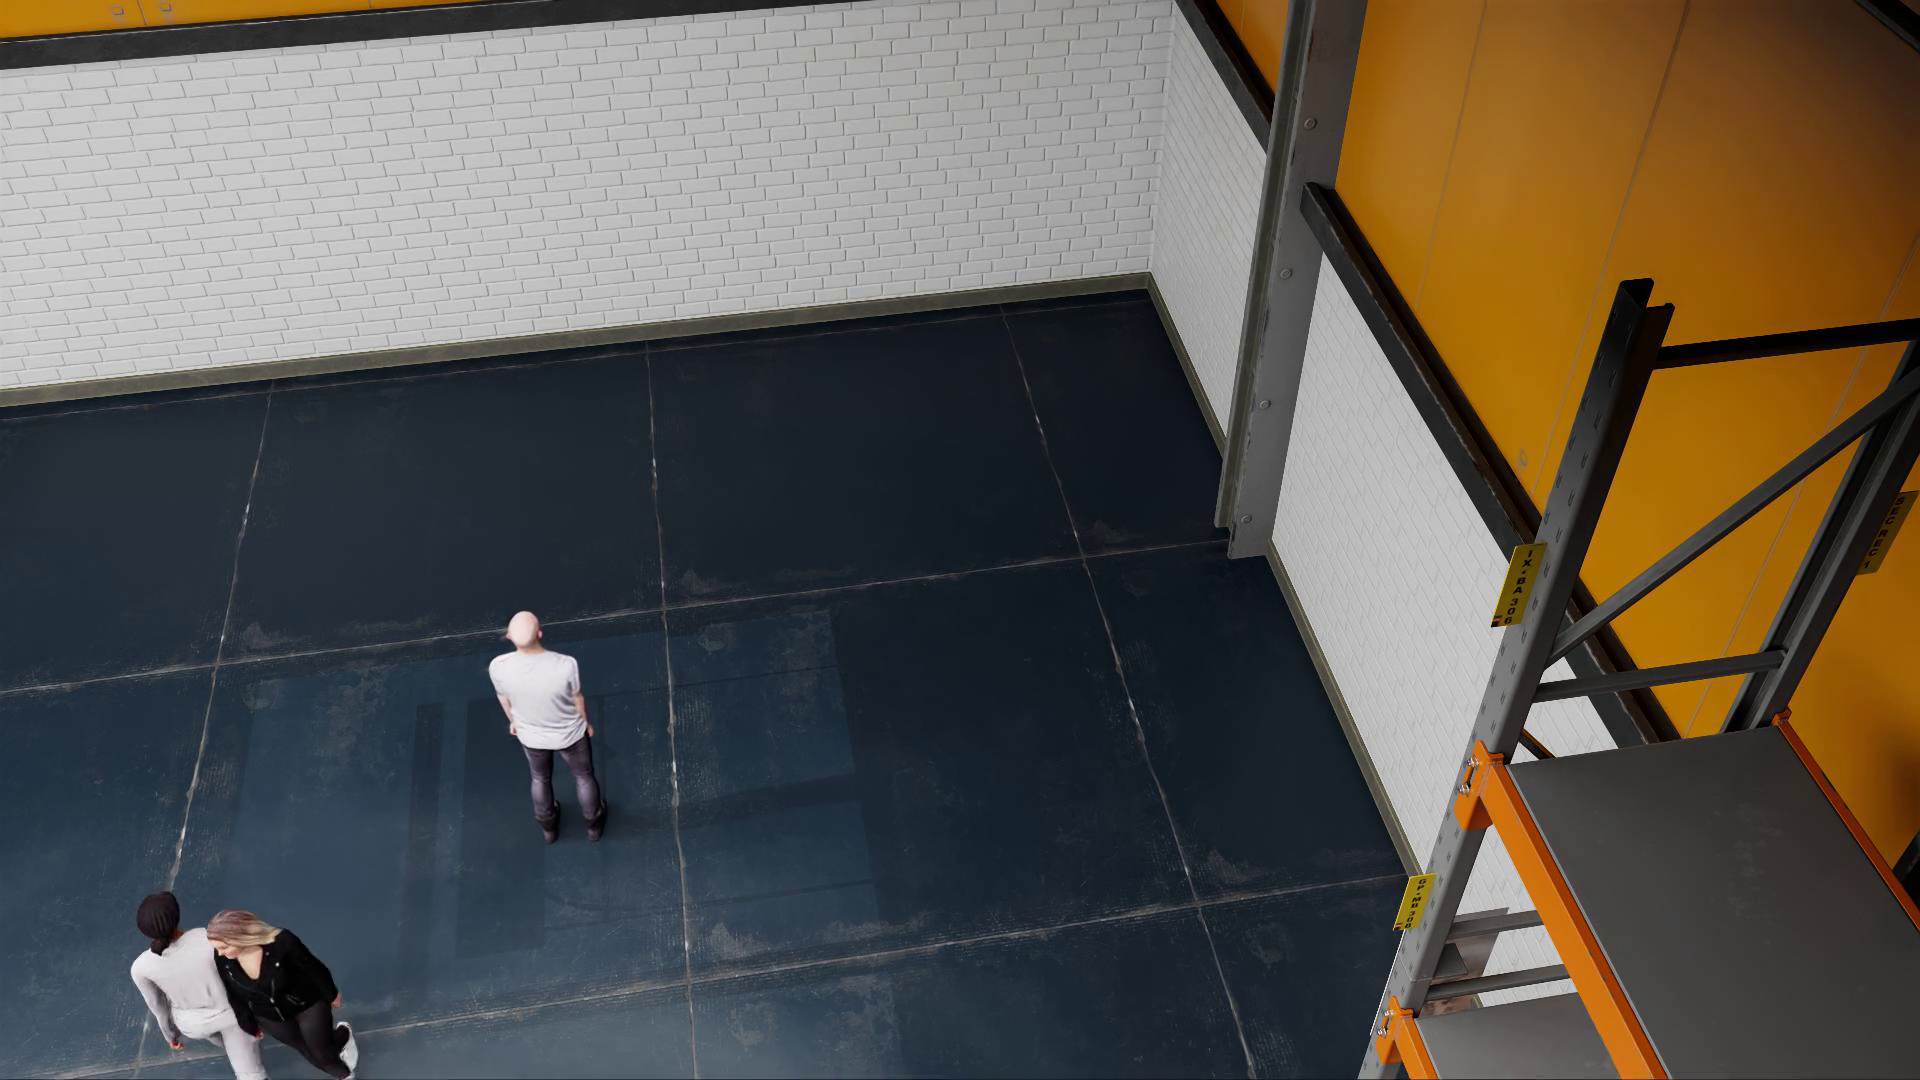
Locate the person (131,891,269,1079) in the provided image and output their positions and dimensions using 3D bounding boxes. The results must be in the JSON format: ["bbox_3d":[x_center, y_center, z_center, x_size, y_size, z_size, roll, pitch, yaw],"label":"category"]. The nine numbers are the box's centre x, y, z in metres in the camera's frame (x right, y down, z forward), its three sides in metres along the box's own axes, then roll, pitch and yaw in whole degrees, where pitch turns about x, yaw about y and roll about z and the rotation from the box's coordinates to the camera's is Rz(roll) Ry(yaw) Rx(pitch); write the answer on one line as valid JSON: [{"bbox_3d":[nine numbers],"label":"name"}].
[{"bbox_3d":[-3.719,2.437,8.331,0.708,1.687,1.218,-14,45,-14],"label":"person"}]

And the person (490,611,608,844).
[{"bbox_3d":[-2.369,1.101,9.629,0.698,1.831,0.658,2,44,2],"label":"person"}]

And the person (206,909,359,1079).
[{"bbox_3d":[-3.414,2.305,8.489,0.625,1.660,0.662,-10,44,-10],"label":"person"}]
